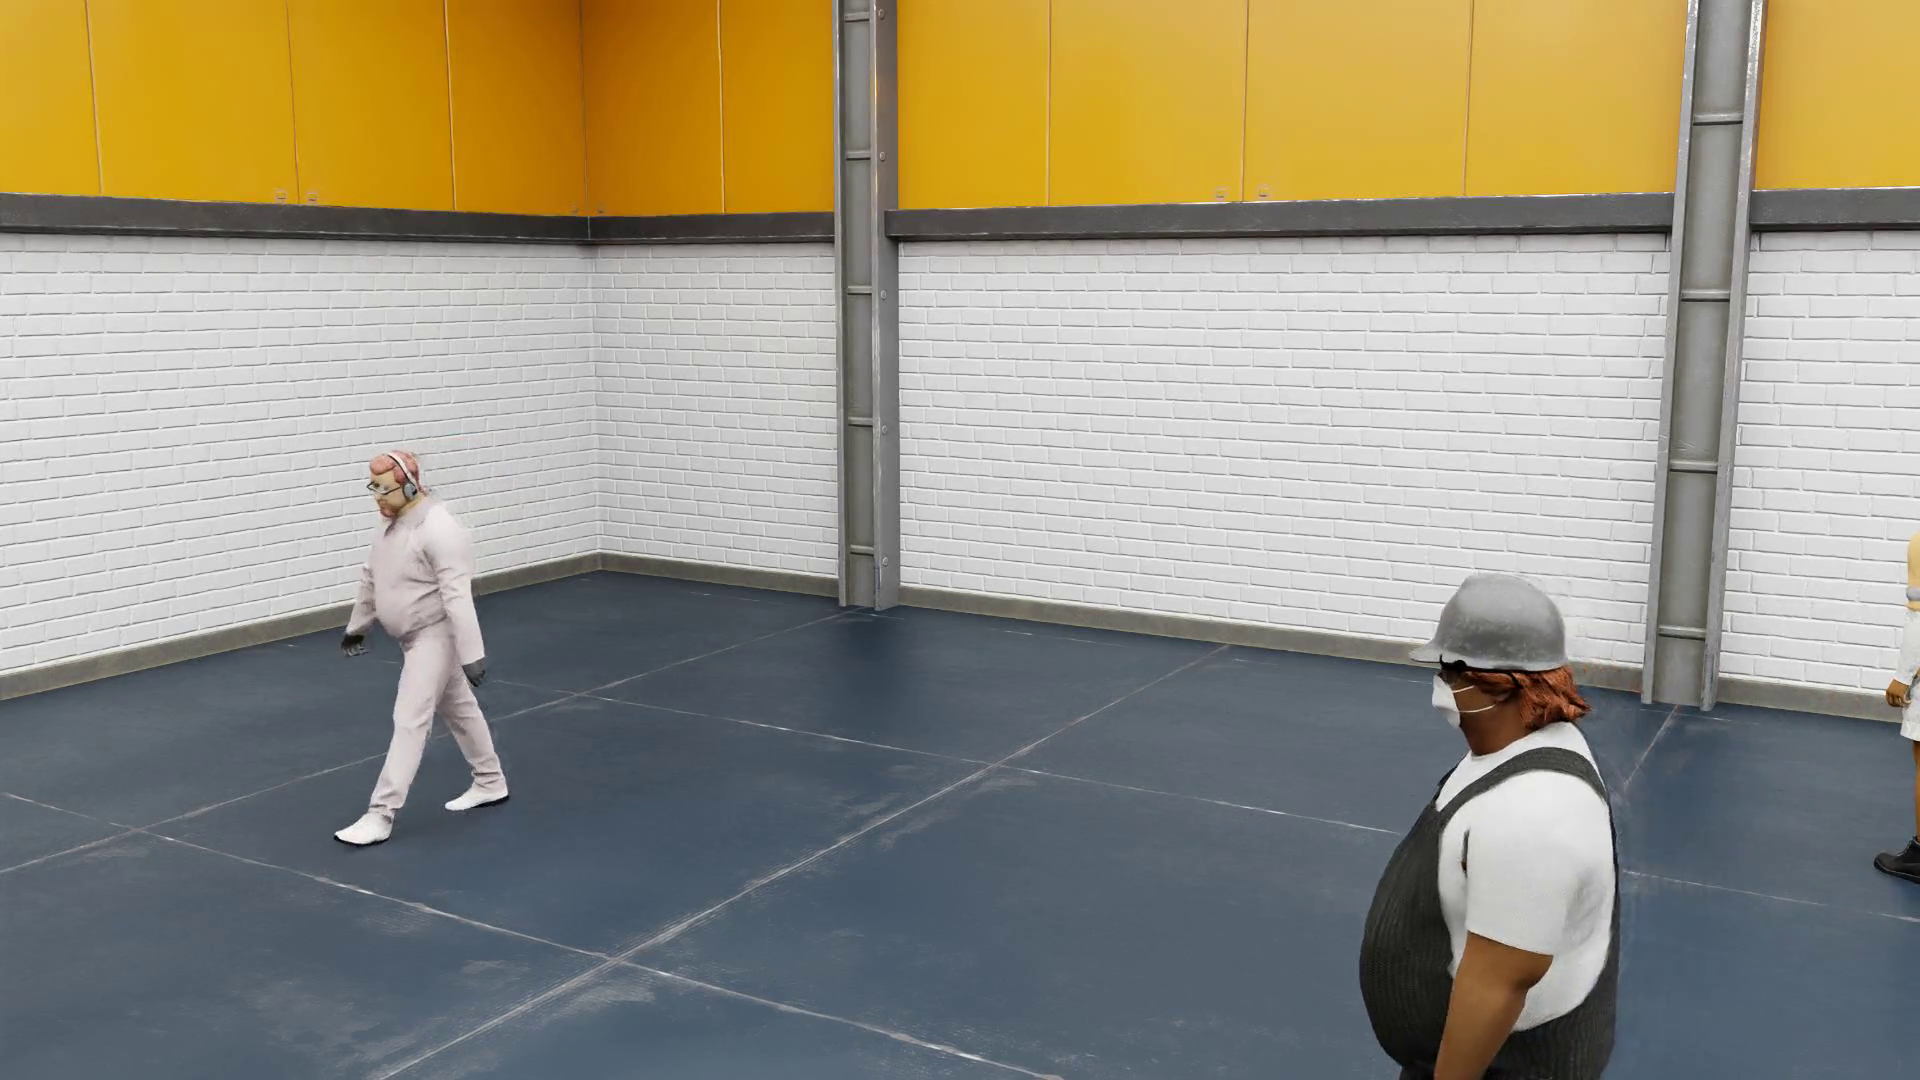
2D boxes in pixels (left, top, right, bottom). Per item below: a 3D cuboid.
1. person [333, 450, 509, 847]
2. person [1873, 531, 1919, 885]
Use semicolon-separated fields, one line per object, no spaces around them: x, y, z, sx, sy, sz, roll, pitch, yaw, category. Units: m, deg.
-2.583;0.476;7.885;0.957;1.839;0.795;-7;11;-37;person
4.277;0.534;7.207;0.543;1.940;0.361;-2;9;-12;person
